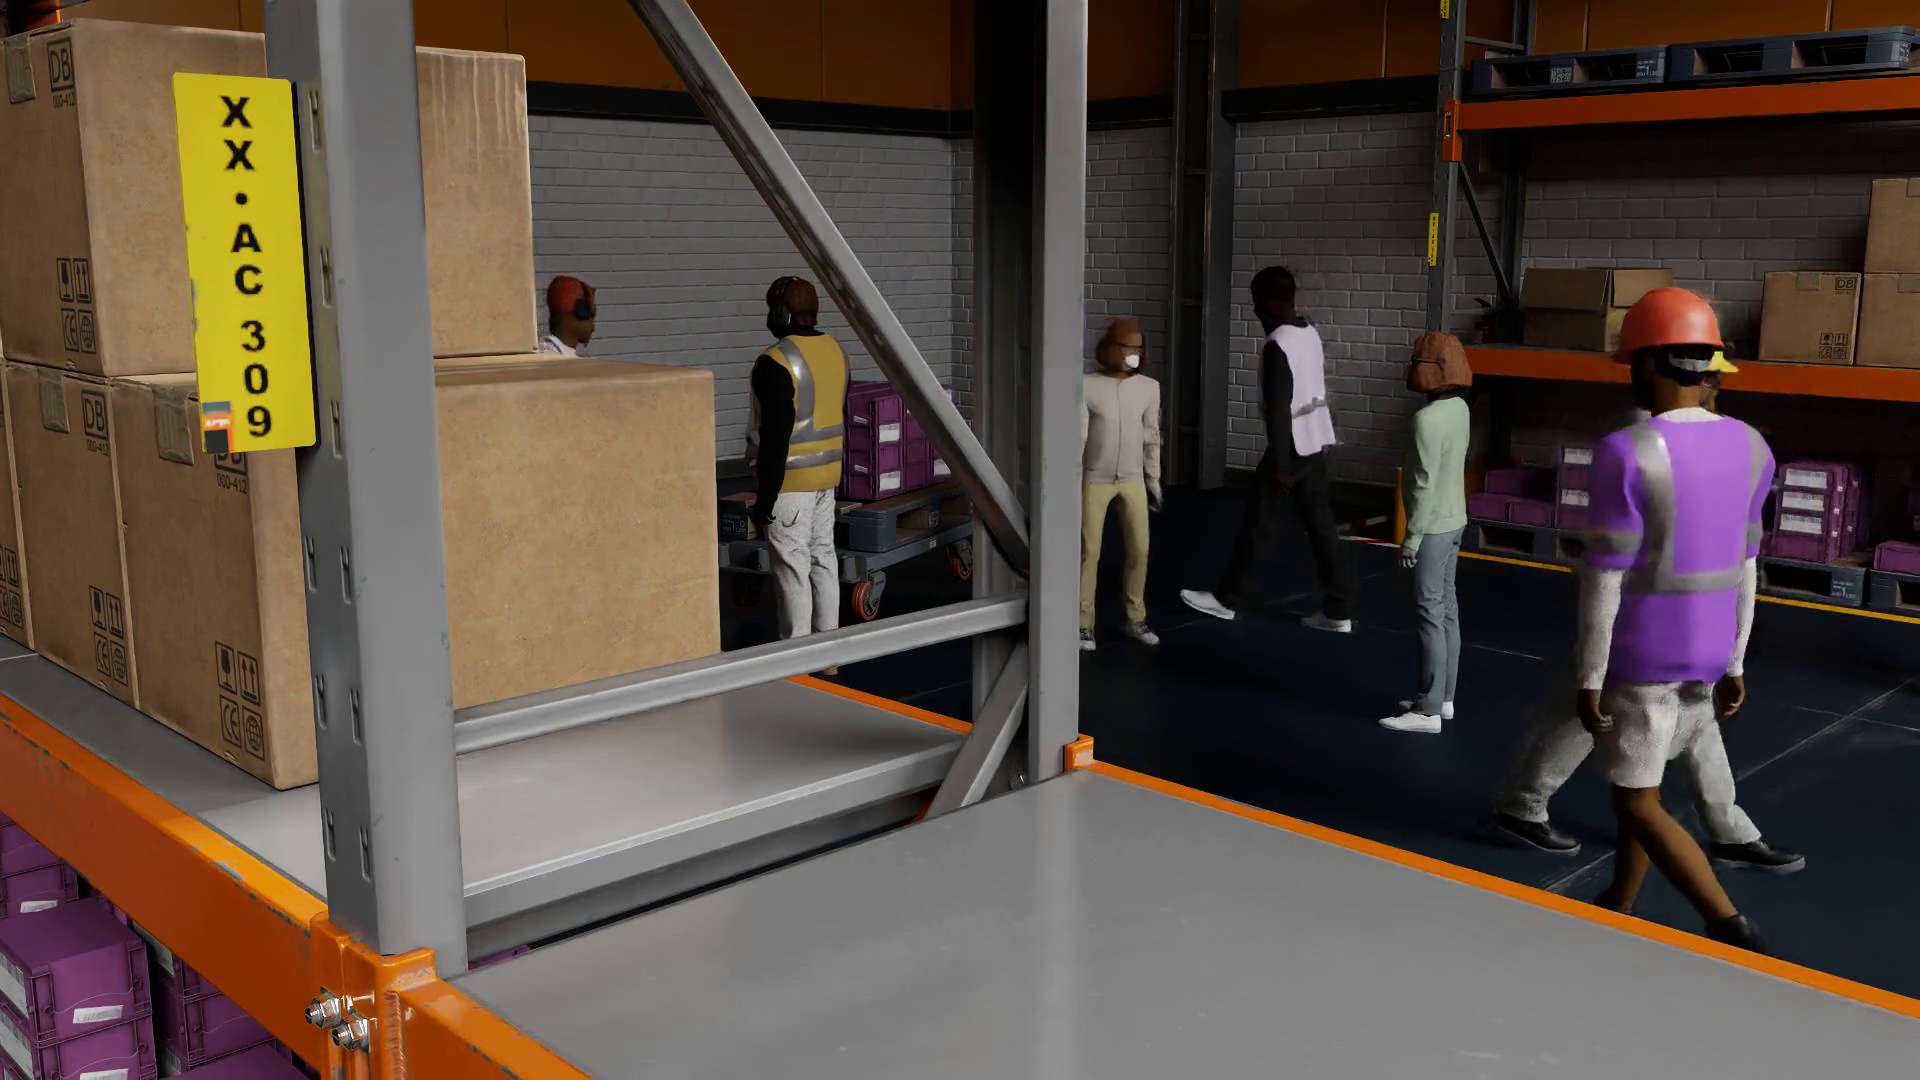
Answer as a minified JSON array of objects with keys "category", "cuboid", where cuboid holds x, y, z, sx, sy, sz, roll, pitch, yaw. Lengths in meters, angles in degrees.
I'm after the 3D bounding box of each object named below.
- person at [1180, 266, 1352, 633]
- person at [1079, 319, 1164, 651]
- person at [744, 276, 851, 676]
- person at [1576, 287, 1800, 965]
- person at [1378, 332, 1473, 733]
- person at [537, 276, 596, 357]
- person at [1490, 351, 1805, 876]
[{"category":"person","cuboid":[1.607,-0.460,8.537,0.961,1.851,0.669,7,12,33]},{"category":"person","cuboid":[0.748,-0.262,8.137,0.529,1.626,0.332,-3,11,-18]},{"category":"person","cuboid":[-0.743,-0.254,7.474,0.429,1.843,0.633,5,11,25]},{"category":"person","cuboid":[1.879,0.304,4.310,0.547,1.900,0.842,-4,11,-22]},{"category":"person","cuboid":[1.922,-0.030,6.812,0.280,1.636,0.502,6,12,31]},{"category":"person","cuboid":[-1.740,-0.194,7.145,0.346,1.854,0.701,0,10,2]},{"category":"person","cuboid":[2.185,0.185,5.261,0.955,1.784,0.602,4,11,23]}]
